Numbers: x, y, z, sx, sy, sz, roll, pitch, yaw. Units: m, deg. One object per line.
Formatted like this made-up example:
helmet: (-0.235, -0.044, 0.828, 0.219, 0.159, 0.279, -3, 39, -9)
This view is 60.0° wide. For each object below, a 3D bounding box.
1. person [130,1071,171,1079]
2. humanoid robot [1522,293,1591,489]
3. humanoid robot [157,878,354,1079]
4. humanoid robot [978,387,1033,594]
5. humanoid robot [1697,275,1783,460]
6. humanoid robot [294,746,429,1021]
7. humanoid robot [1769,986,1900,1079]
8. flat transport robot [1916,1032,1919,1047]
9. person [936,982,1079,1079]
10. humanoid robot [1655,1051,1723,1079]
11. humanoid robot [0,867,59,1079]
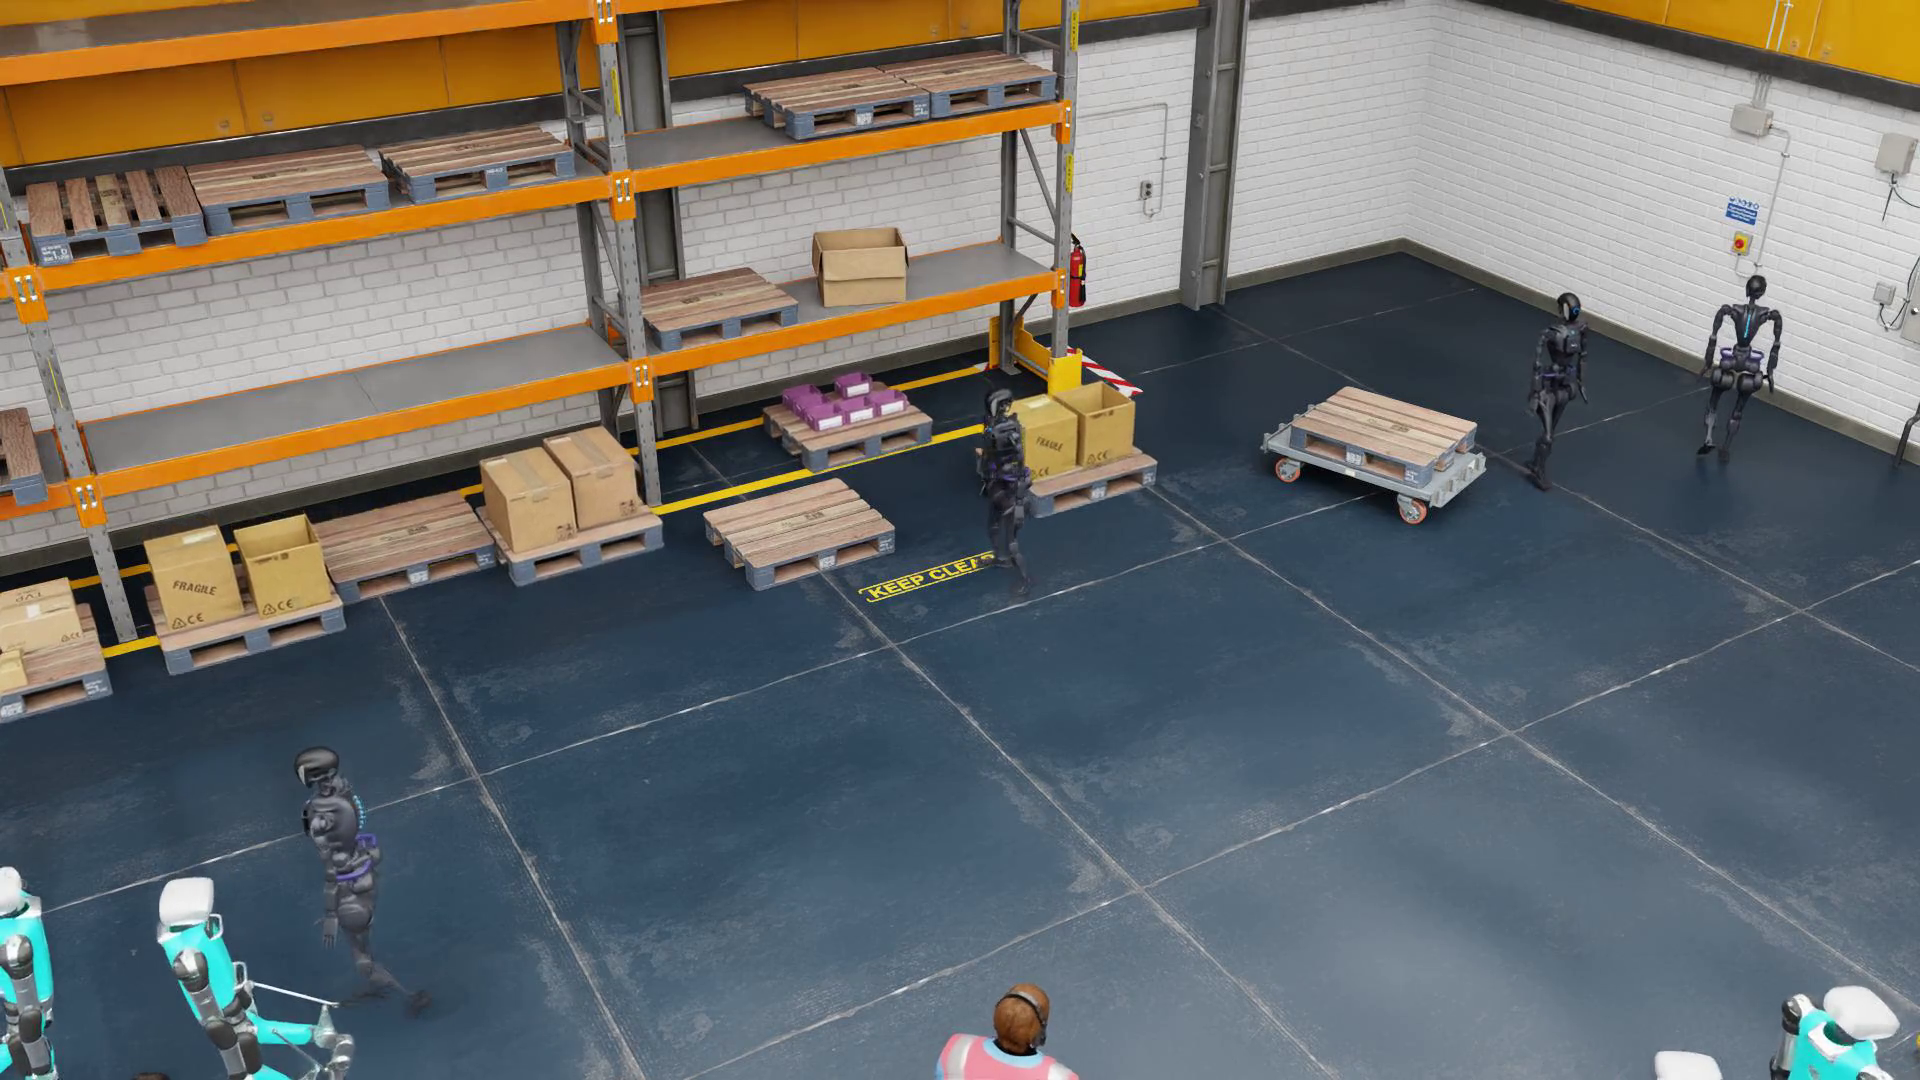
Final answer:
person: (-2.929, 2.806, 6.385, 0.535, 1.870, 0.416, -8, 30, -14)
humanoid robot: (4.962, -1.244, 13.751, 0.589, 1.647, 0.560, -13, 32, -22)
humanoid robot: (-3.107, 2.210, 7.592, 0.892, 1.778, 0.550, -12, 32, -21)
humanoid robot: (0.341, -0.384, 12.237, 0.385, 1.639, 0.624, -15, 33, -25)
humanoid robot: (6.608, -1.444, 14.097, 0.609, 1.641, 0.387, 12, 32, 20)
humanoid robot: (-3.054, 1.751, 8.475, 0.443, 1.677, 0.585, -4, 30, -7)
humanoid robot: (3.734, 2.530, 7.000, 0.763, 1.782, 0.530, -10, 31, -16)
flat transport robot: (5.577, 2.725, 8.152, 1.431, 0.231, 0.659, 4, 30, 8)
person: (0.213, 2.562, 6.856, 0.630, 1.835, 0.432, 12, 31, 20)
humanoid robot: (2.736, 2.614, 6.867, 0.534, 1.780, 0.803, 1, 29, 3)
humanoid robot: (-4.336, 2.317, 7.481, 0.731, 1.897, 0.564, -15, 33, -24)
